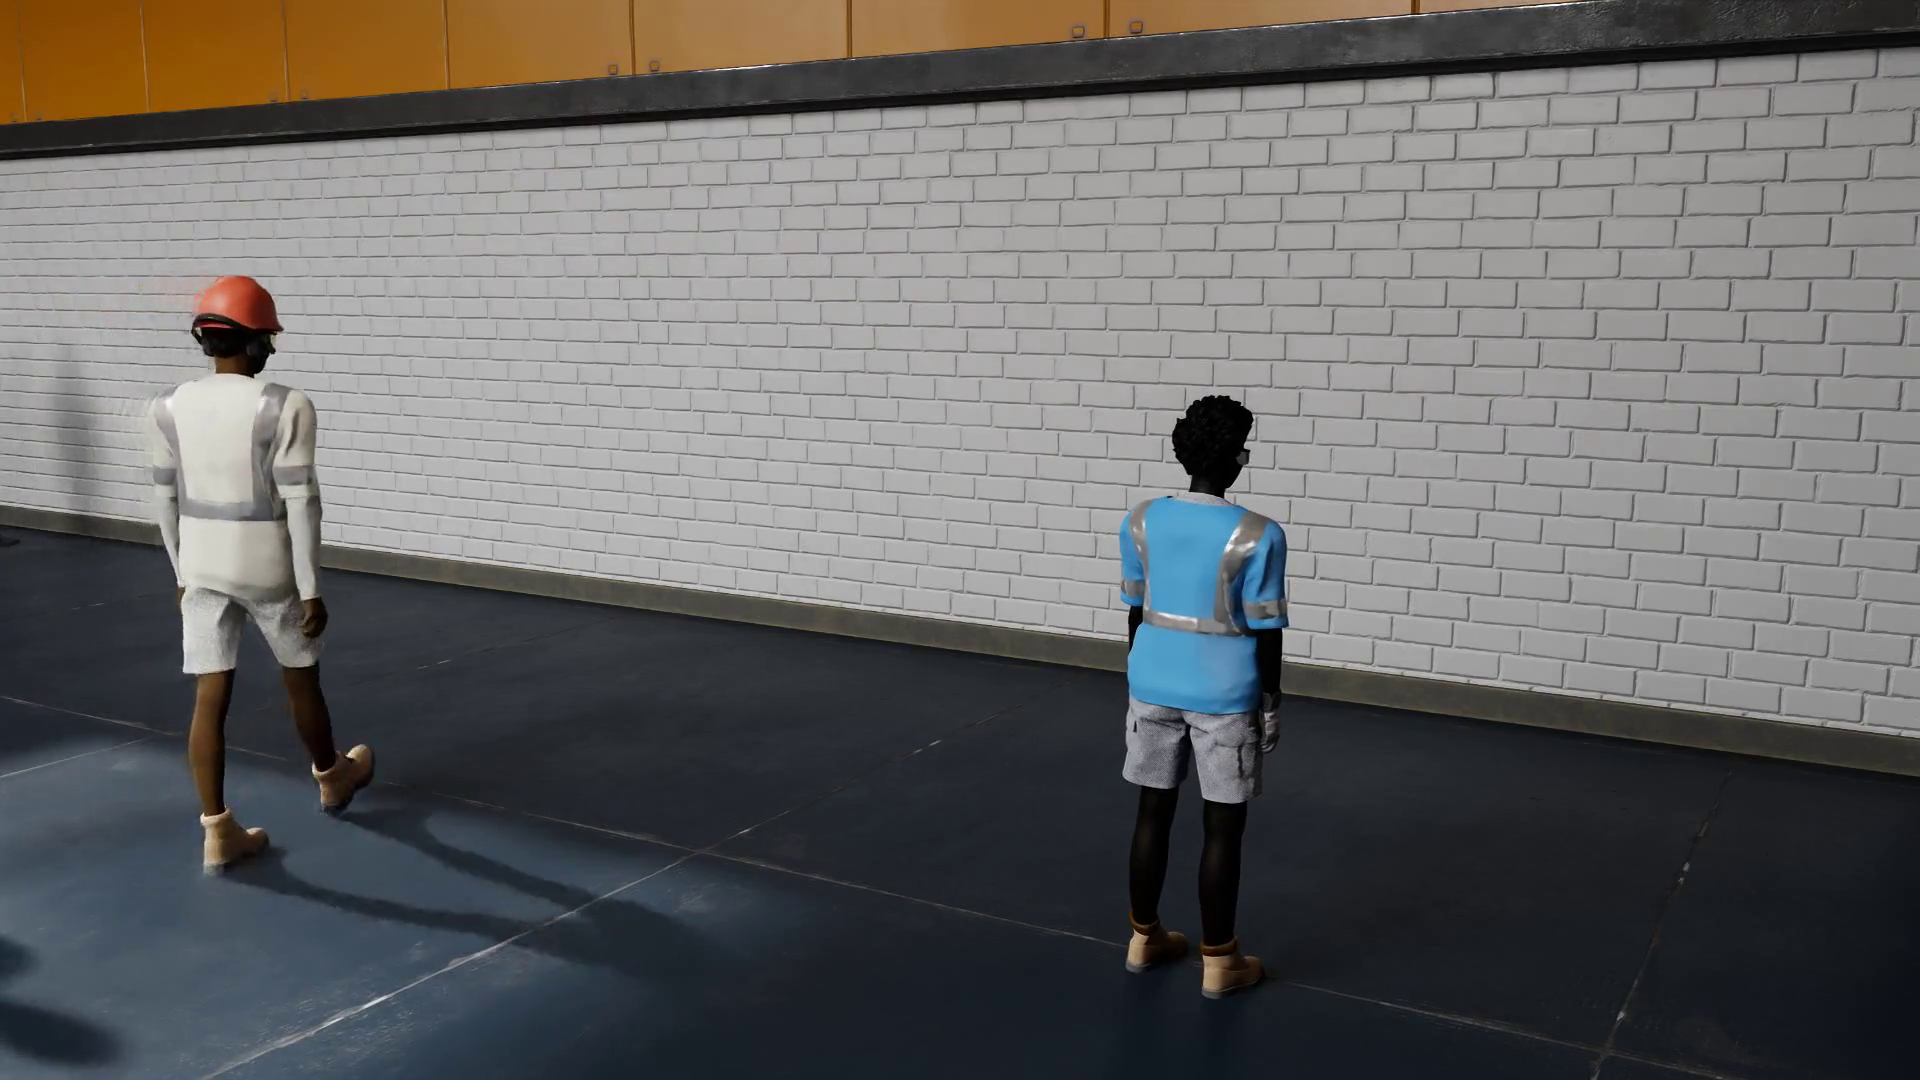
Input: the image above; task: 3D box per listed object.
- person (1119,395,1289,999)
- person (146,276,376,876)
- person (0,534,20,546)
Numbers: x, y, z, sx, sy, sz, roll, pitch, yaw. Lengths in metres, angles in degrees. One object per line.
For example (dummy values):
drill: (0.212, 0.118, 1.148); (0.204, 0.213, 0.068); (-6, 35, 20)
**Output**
person: (0.680, 0.437, 4.693); (0.530, 1.689, 0.321); (7, 11, 37)
person: (-2.460, 0.089, 5.878); (0.635, 2.000, 0.983); (1, 9, 5)
person: (-7.267, -0.831, 12.140); (0.535, 1.831, 0.597); (-7, 11, -37)
